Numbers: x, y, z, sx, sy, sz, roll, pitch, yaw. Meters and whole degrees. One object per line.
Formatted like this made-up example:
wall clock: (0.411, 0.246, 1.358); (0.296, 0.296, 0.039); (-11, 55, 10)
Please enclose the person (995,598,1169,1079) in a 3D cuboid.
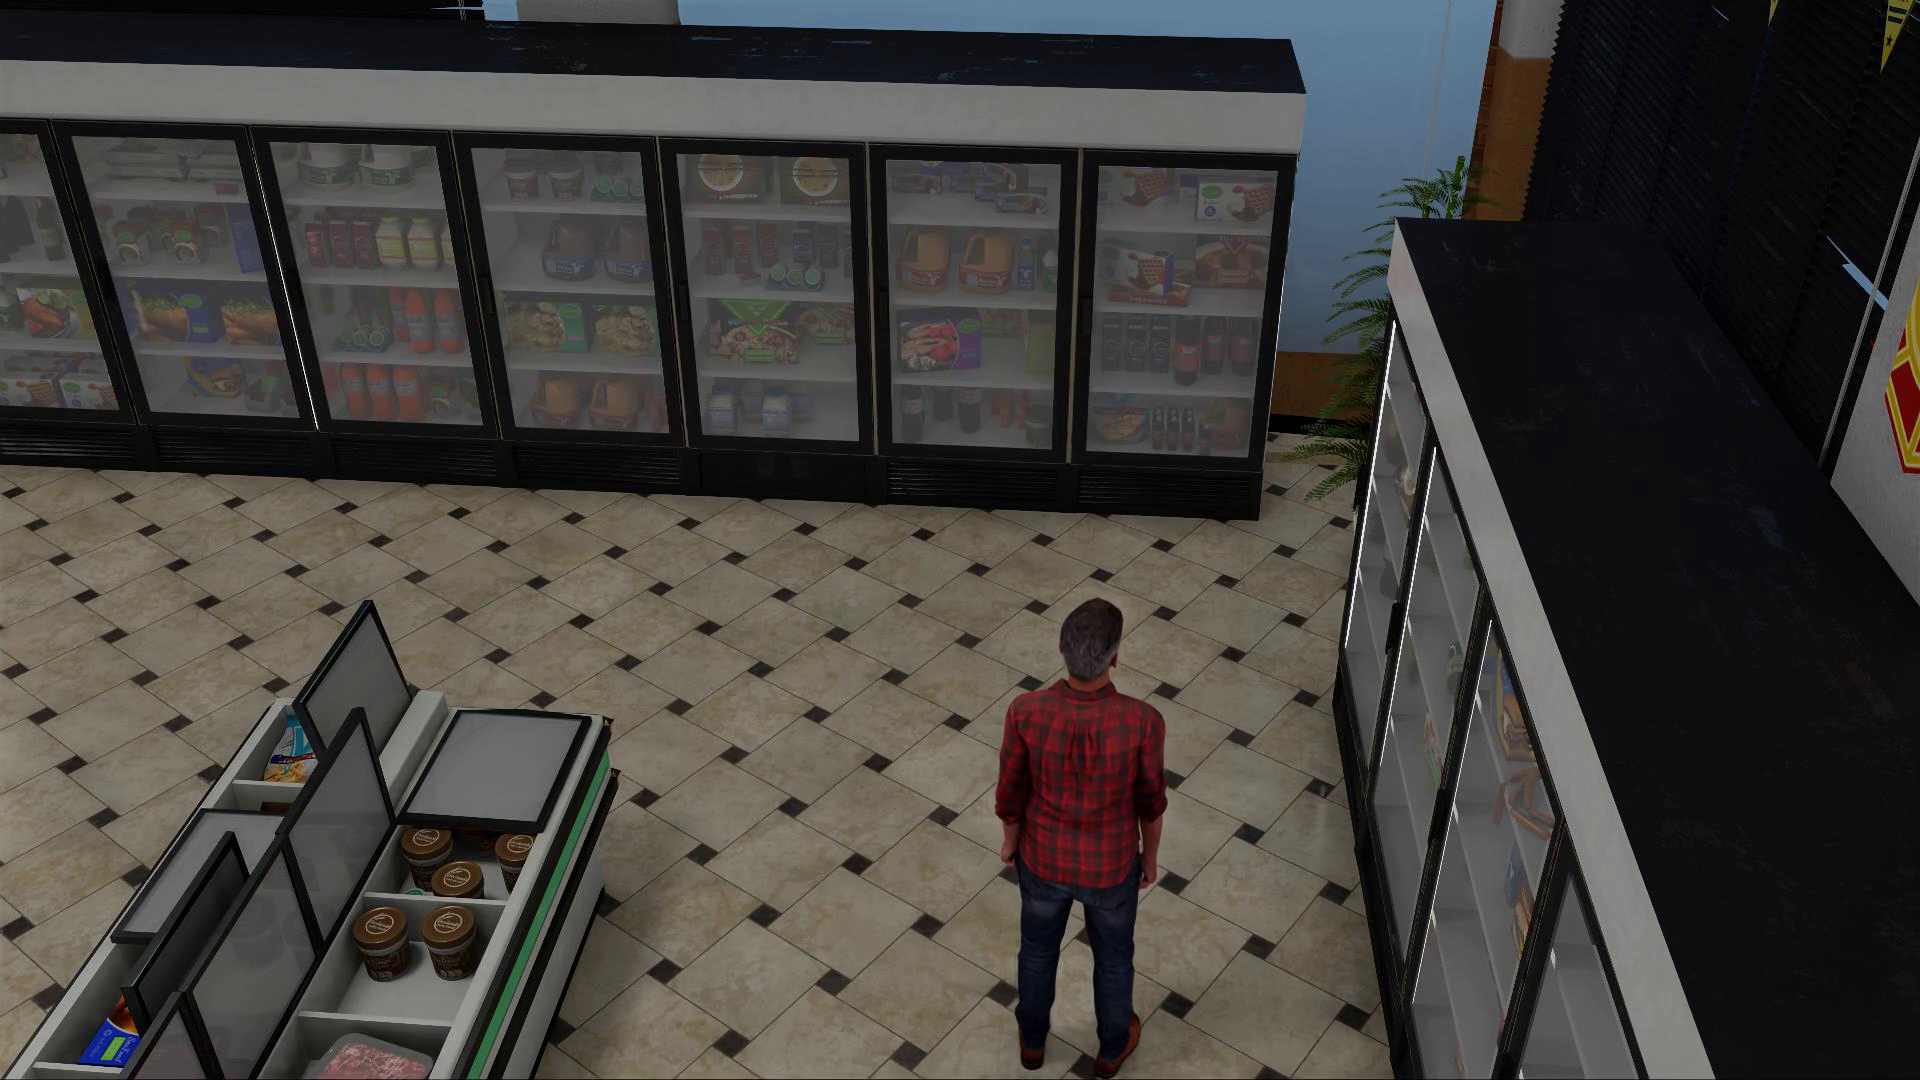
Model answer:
person: (0.382, 0.990, 5.352); (0.713, 1.829, 0.573); (6, 32, 9)
